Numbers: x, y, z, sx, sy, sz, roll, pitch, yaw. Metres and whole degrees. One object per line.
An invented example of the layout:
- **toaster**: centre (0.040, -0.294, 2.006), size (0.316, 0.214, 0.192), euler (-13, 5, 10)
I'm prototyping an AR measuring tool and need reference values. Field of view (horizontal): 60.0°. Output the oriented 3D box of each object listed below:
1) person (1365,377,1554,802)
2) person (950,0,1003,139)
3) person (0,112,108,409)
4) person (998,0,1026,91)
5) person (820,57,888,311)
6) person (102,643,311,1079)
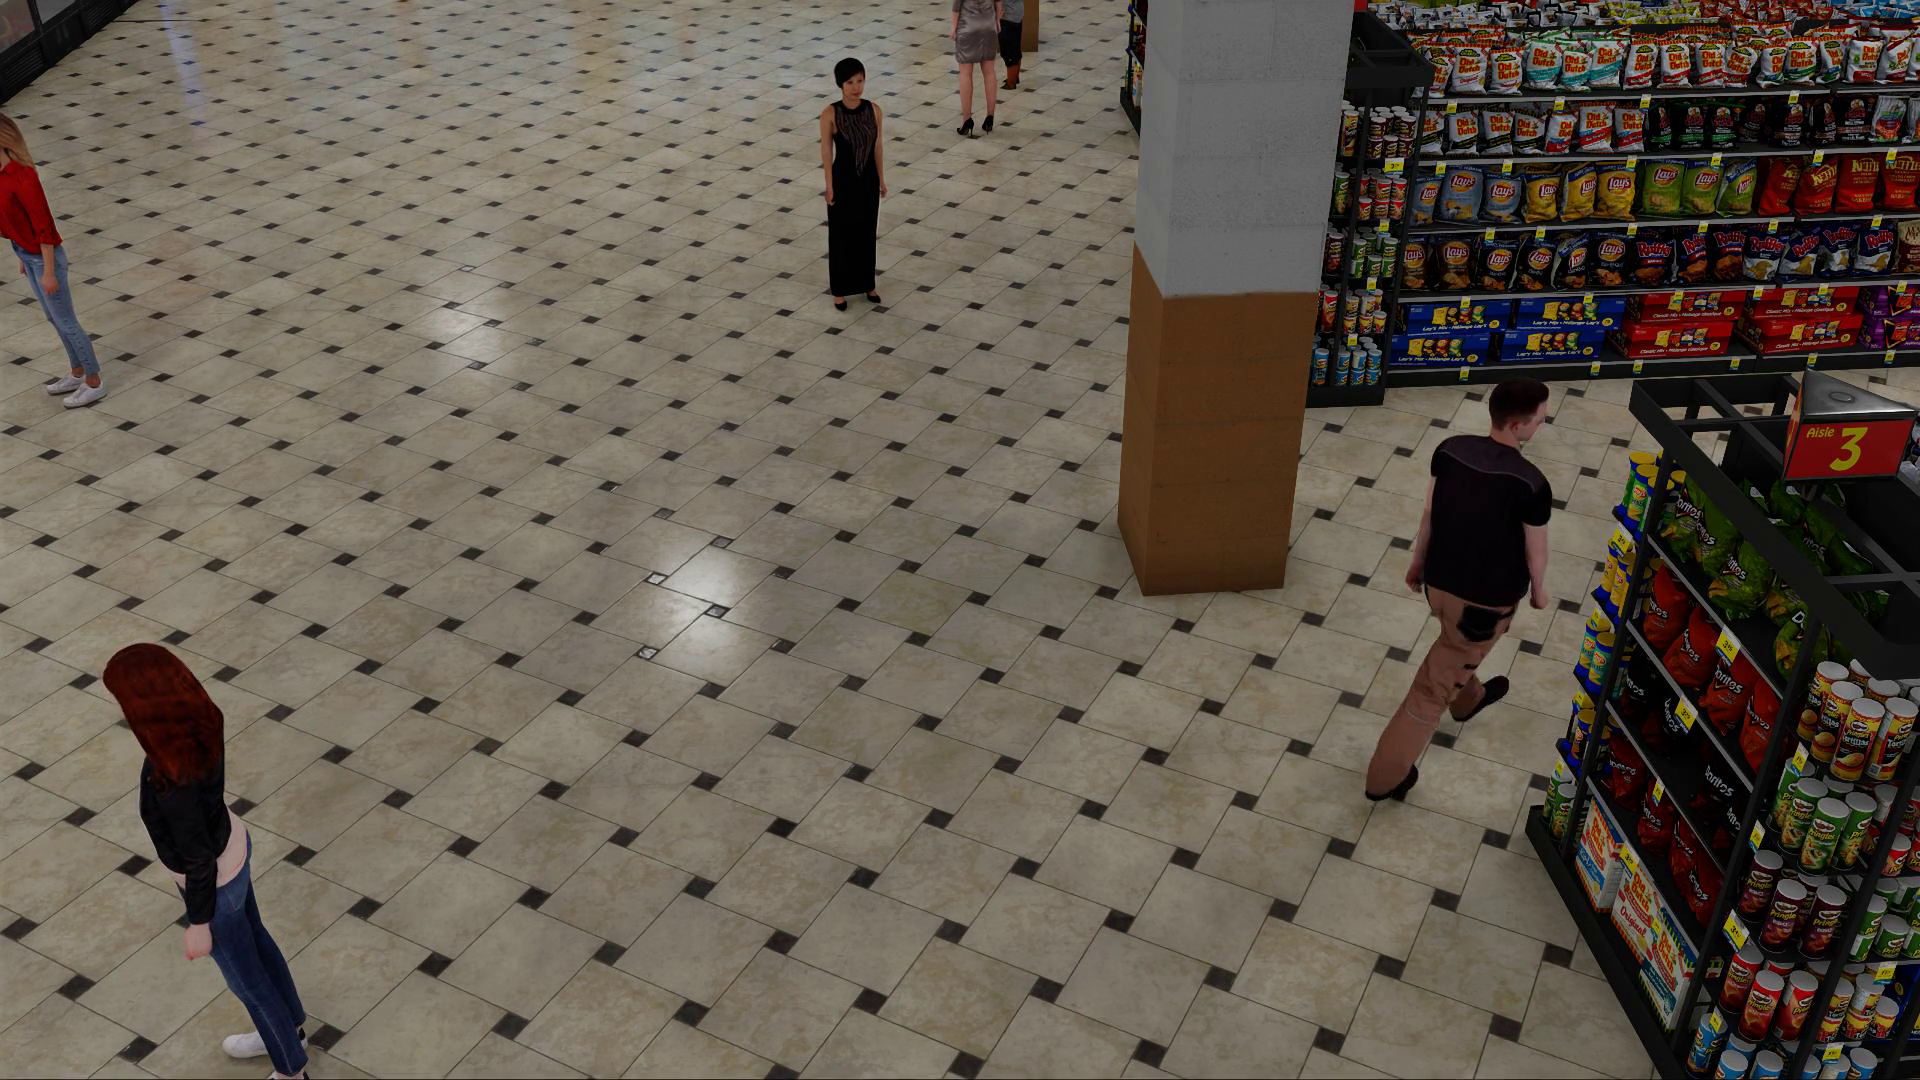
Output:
- **person**: centre (1.896, 0.241, 6.402), size (1.280, 1.782, 0.998), euler (-18, 36, -27)
- **person**: centre (0.134, -4.157, 13.504), size (0.542, 1.747, 0.702), euler (-12, 34, -19)
- **person**: centre (-5.193, -1.580, 9.402), size (0.716, 1.704, 0.684), euler (-27, 41, -36)
- **person**: centre (0.450, -4.751, 14.730), size (0.604, 1.460, 0.627), euler (8, 33, 12)
- **person**: centre (-0.683, -2.272, 10.609), size (0.571, 1.604, 0.706), euler (-15, 35, -23)
- **person**: centre (-2.282, 1.046, 5.101), size (0.609, 1.789, 0.623), euler (-10, 33, -15)
